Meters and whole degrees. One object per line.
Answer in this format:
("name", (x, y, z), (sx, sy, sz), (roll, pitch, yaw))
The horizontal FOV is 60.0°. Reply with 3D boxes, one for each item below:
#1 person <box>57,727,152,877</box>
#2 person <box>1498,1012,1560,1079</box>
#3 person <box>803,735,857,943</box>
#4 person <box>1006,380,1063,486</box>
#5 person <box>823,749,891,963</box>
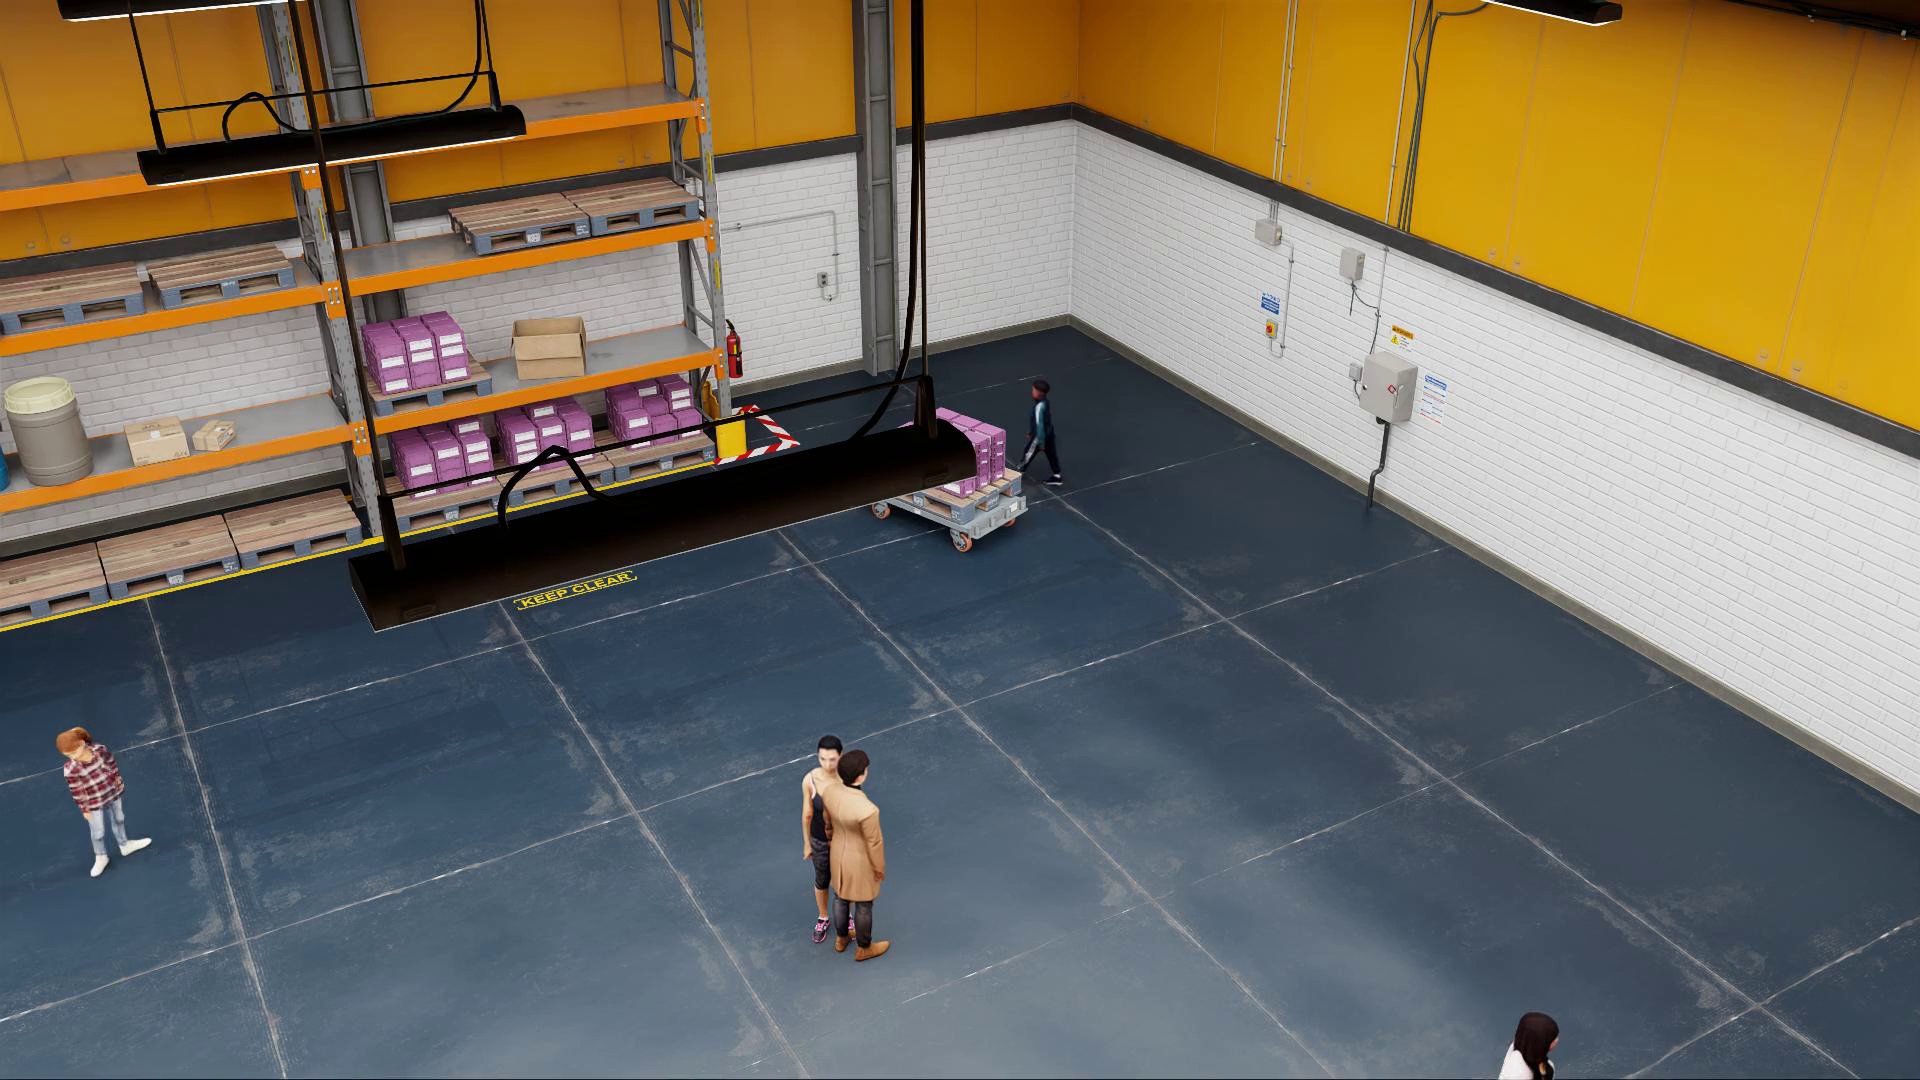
("person", (-6.520, 1.910, 12.652), (0.777, 1.282, 0.643), (6, 29, 11))
("person", (3.157, 3.331, 9.693), (1.041, 1.620, 1.015), (10, 30, 18))
("person", (-0.895, 2.112, 11.816), (0.606, 1.727, 0.713), (-2, 29, -3))
("person", (0.972, -1.158, 18.336), (0.889, 1.225, 0.875), (9, 30, 16))
("person", (-0.750, 2.204, 11.649), (0.745, 1.727, 0.751), (20, 34, 32))
